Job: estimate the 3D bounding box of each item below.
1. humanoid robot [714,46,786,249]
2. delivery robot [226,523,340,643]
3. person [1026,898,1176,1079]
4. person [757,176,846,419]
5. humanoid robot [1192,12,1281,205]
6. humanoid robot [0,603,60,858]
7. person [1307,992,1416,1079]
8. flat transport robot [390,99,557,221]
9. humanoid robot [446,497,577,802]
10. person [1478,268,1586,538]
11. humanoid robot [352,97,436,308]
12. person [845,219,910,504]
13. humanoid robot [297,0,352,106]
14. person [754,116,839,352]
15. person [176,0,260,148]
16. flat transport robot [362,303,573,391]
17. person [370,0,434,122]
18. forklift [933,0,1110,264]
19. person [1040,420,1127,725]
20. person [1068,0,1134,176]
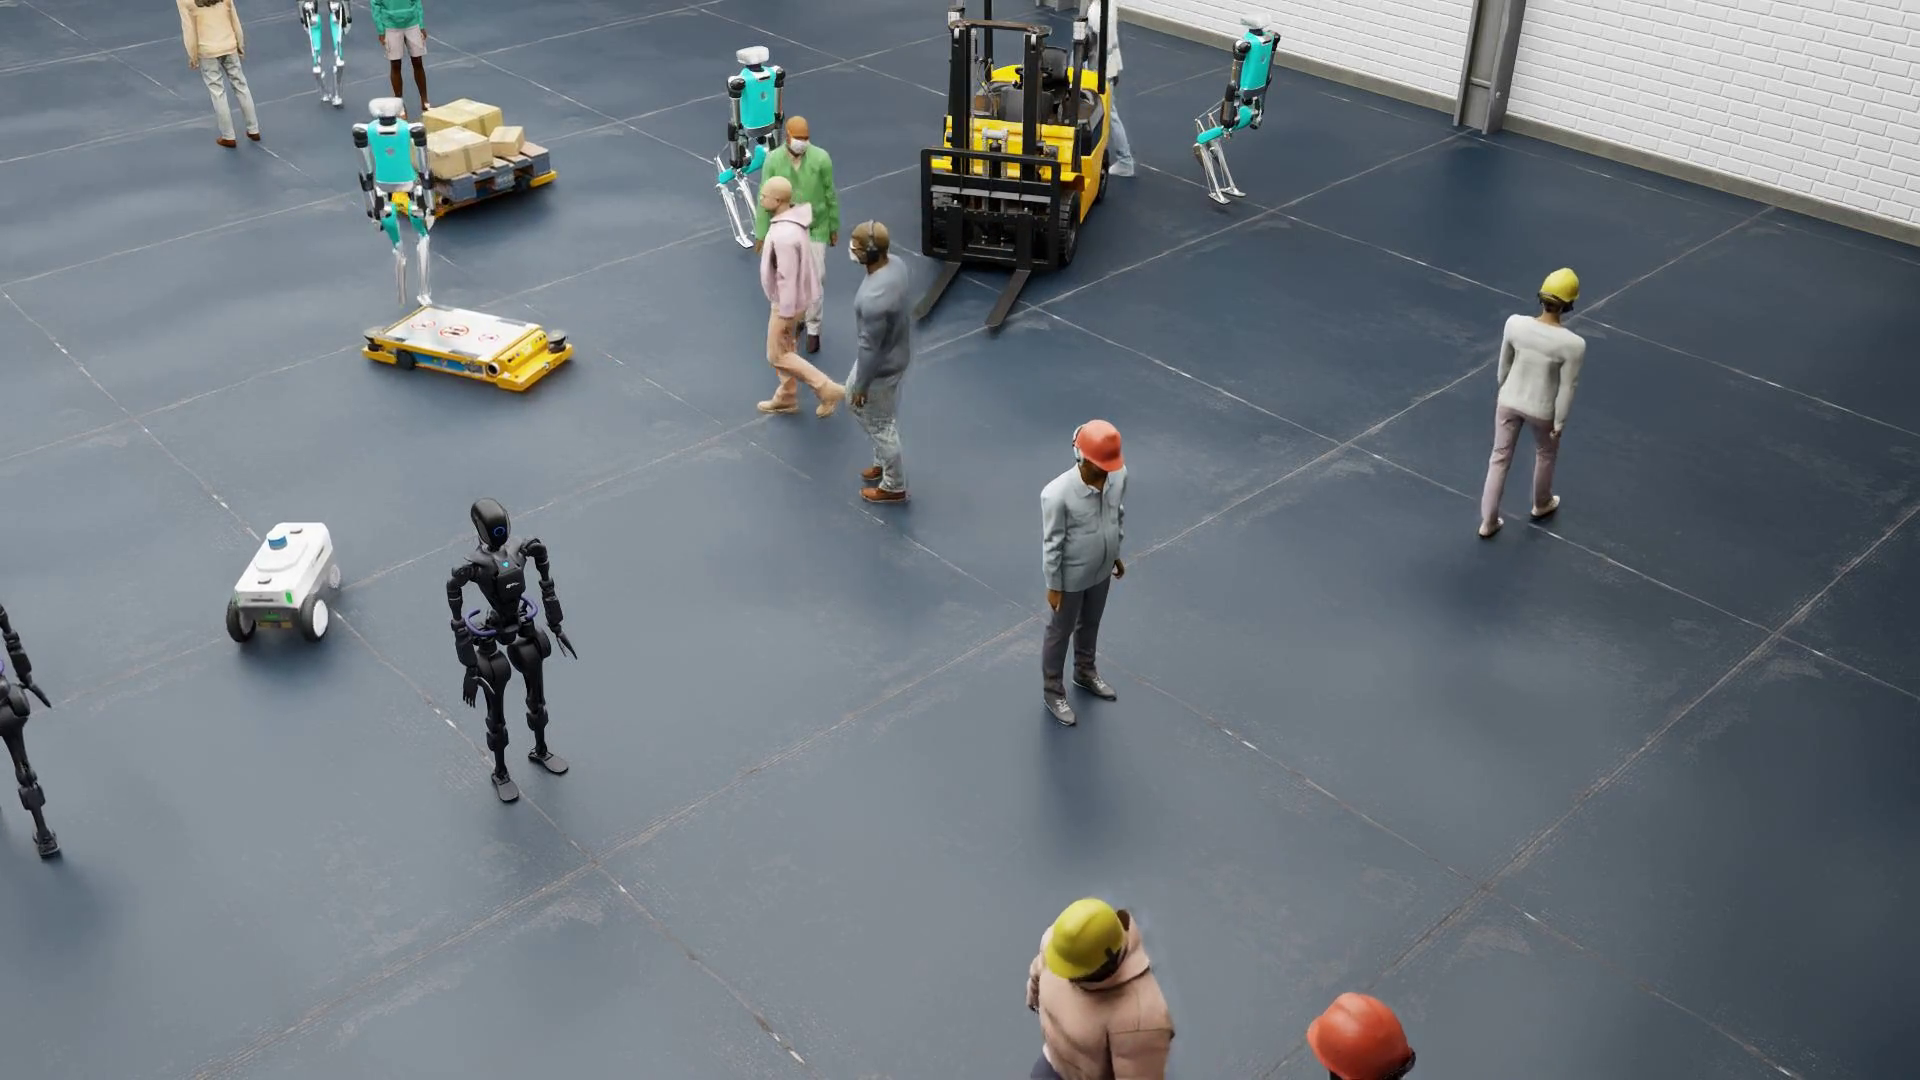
[{"bbox_3d":[-1.798,-3.286,13.755,0.533,1.677,0.735,-27,41,-35],"label":"humanoid robot"},{"bbox_3d":[-3.874,0.210,9.561,0.499,0.565,0.745,0,33,0],"label":"delivery robot"},{"bbox_3d":[0.472,1.868,5.894,0.961,1.804,0.844,-23,39,-31],"label":"person"},{"bbox_3d":[-1.129,-1.614,11.278,0.567,1.768,0.541,1,33,1],"label":"person"},{"bbox_3d":[2.347,-3.820,14.576,0.533,1.677,0.735,-27,41,-35],"label":"humanoid robot"},{"bbox_3d":[-4.648,0.723,7.795,0.599,1.625,0.738,-23,39,-31],"label":"humanoid robot"},{"bbox_3d":[1.183,2.190,5.217,0.610,2.031,0.458,-11,35,-17],"label":"person"},{"bbox_3d":[-4.475,-3.271,15.200,0.659,0.231,1.431,27,42,35],"label":"flat transport robot"},{"bbox_3d":[-2.179,0.509,8.087,0.599,1.657,0.315,-27,41,-35],"label":"humanoid robot"},{"bbox_3d":[3.517,-0.857,10.146,0.529,1.740,0.774,24,40,32],"label":"person"},{"bbox_3d":[-4.280,-2.595,12.852,0.564,1.806,0.726,-6,34,-9],"label":"humanoid robot"},{"bbox_3d":[-0.544,-1.081,10.319,0.488,1.920,0.646,4,33,7],"label":"person"},{"bbox_3d":[-6.479,-5.252,16.914,0.542,1.767,0.824,-4,33,-5],"label":"humanoid robot"},{"bbox_3d":[-1.214,-2.237,12.239,0.599,1.761,0.661,3,33,5],"label":"person"},{"bbox_3d":[-7.124,-4.708,15.939,0.390,1.874,0.561,28,42,36],"label":"person"},{"bbox_3d":[-3.678,-1.447,12.397,1.431,0.231,0.659,13,35,19],"label":"flat transport robot"},{"bbox_3d":[-5.601,-5.145,16.633,0.505,1.849,0.390,-17,37,-24],"label":"person"},{"bbox_3d":[0.570,-3.725,14.138,1.214,2.155,2.313,9,34,13],"label":"forklift"},{"bbox_3d":[0.660,0.147,8.595,0.563,1.741,0.345,-25,40,-33],"label":"person"},{"bbox_3d":[1.220,-4.307,15.330,0.979,1.854,0.605,12,35,18],"label":"person"}]
